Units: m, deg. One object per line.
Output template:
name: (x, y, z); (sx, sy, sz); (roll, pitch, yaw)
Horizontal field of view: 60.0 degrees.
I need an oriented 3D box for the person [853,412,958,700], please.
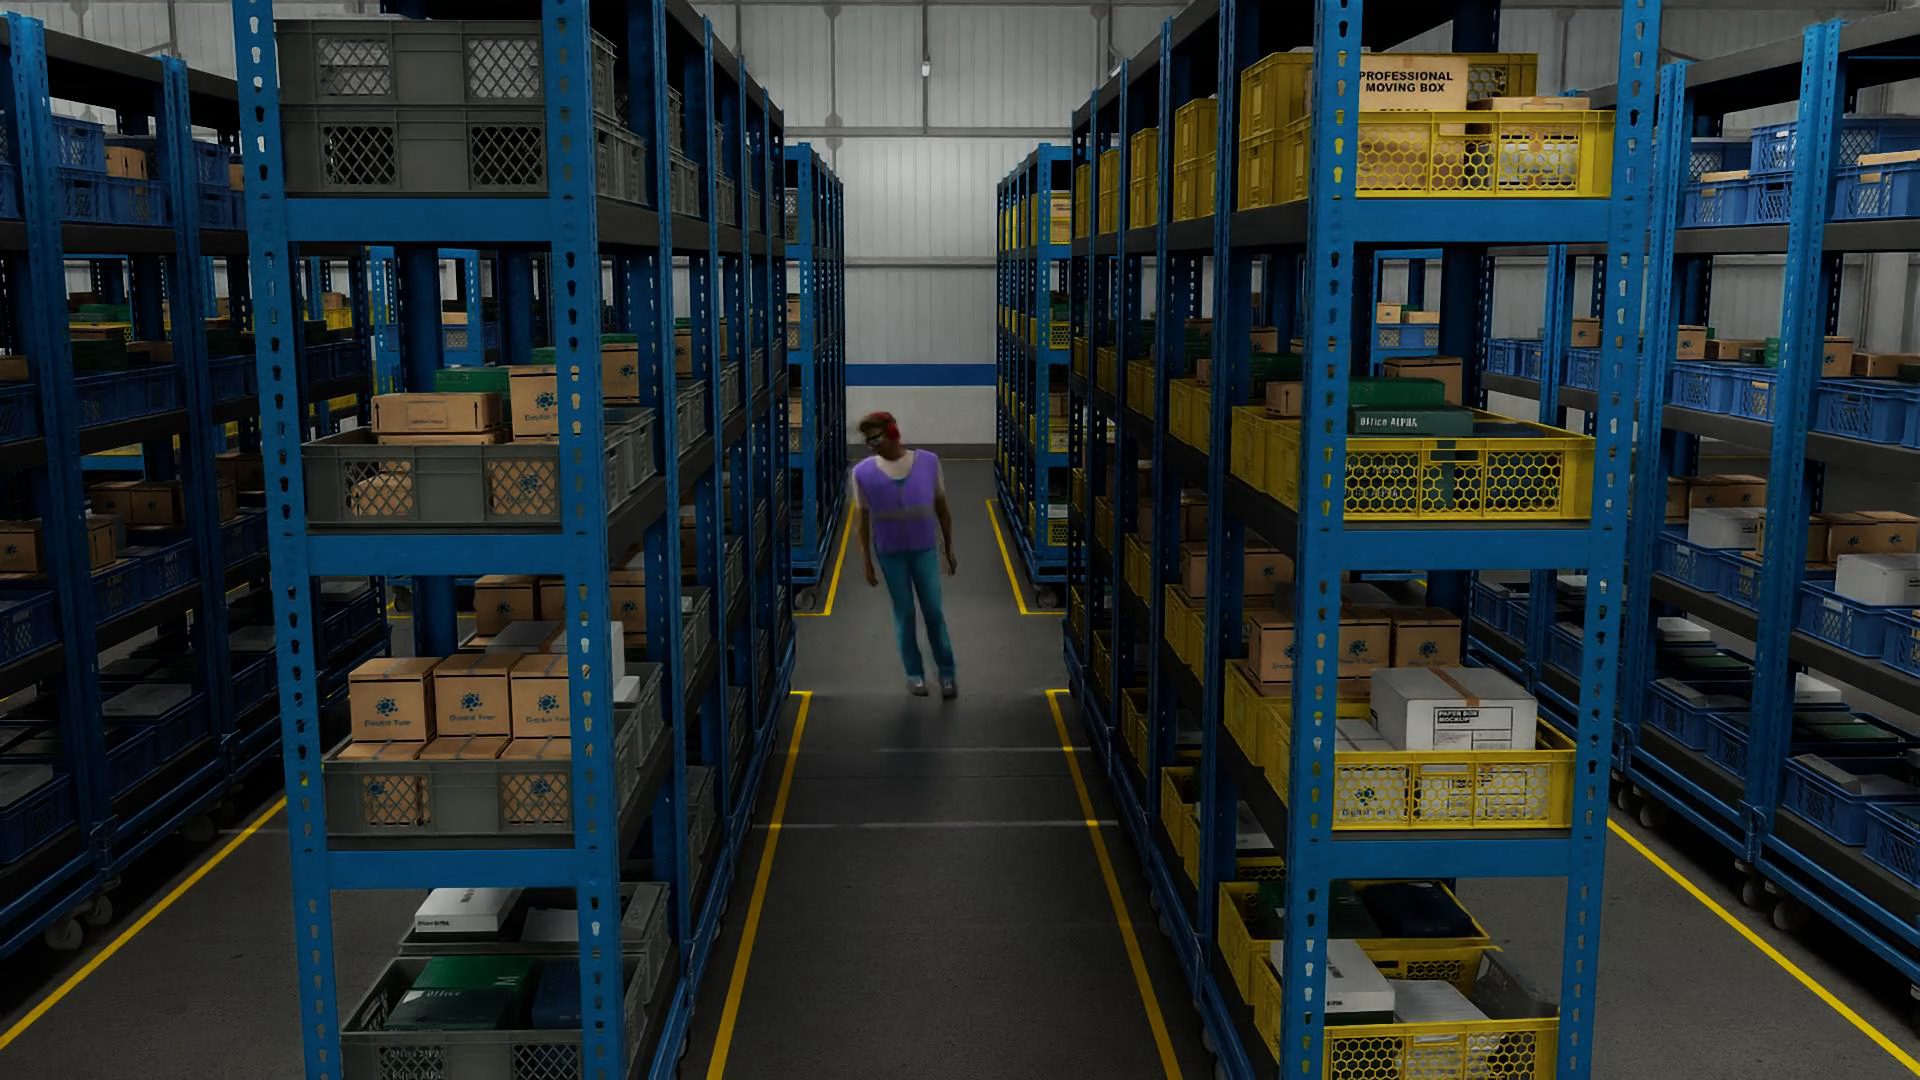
person: (-0.327, 0.109, 10.279); (0.647, 1.795, 0.614); (-1, 9, -7)
